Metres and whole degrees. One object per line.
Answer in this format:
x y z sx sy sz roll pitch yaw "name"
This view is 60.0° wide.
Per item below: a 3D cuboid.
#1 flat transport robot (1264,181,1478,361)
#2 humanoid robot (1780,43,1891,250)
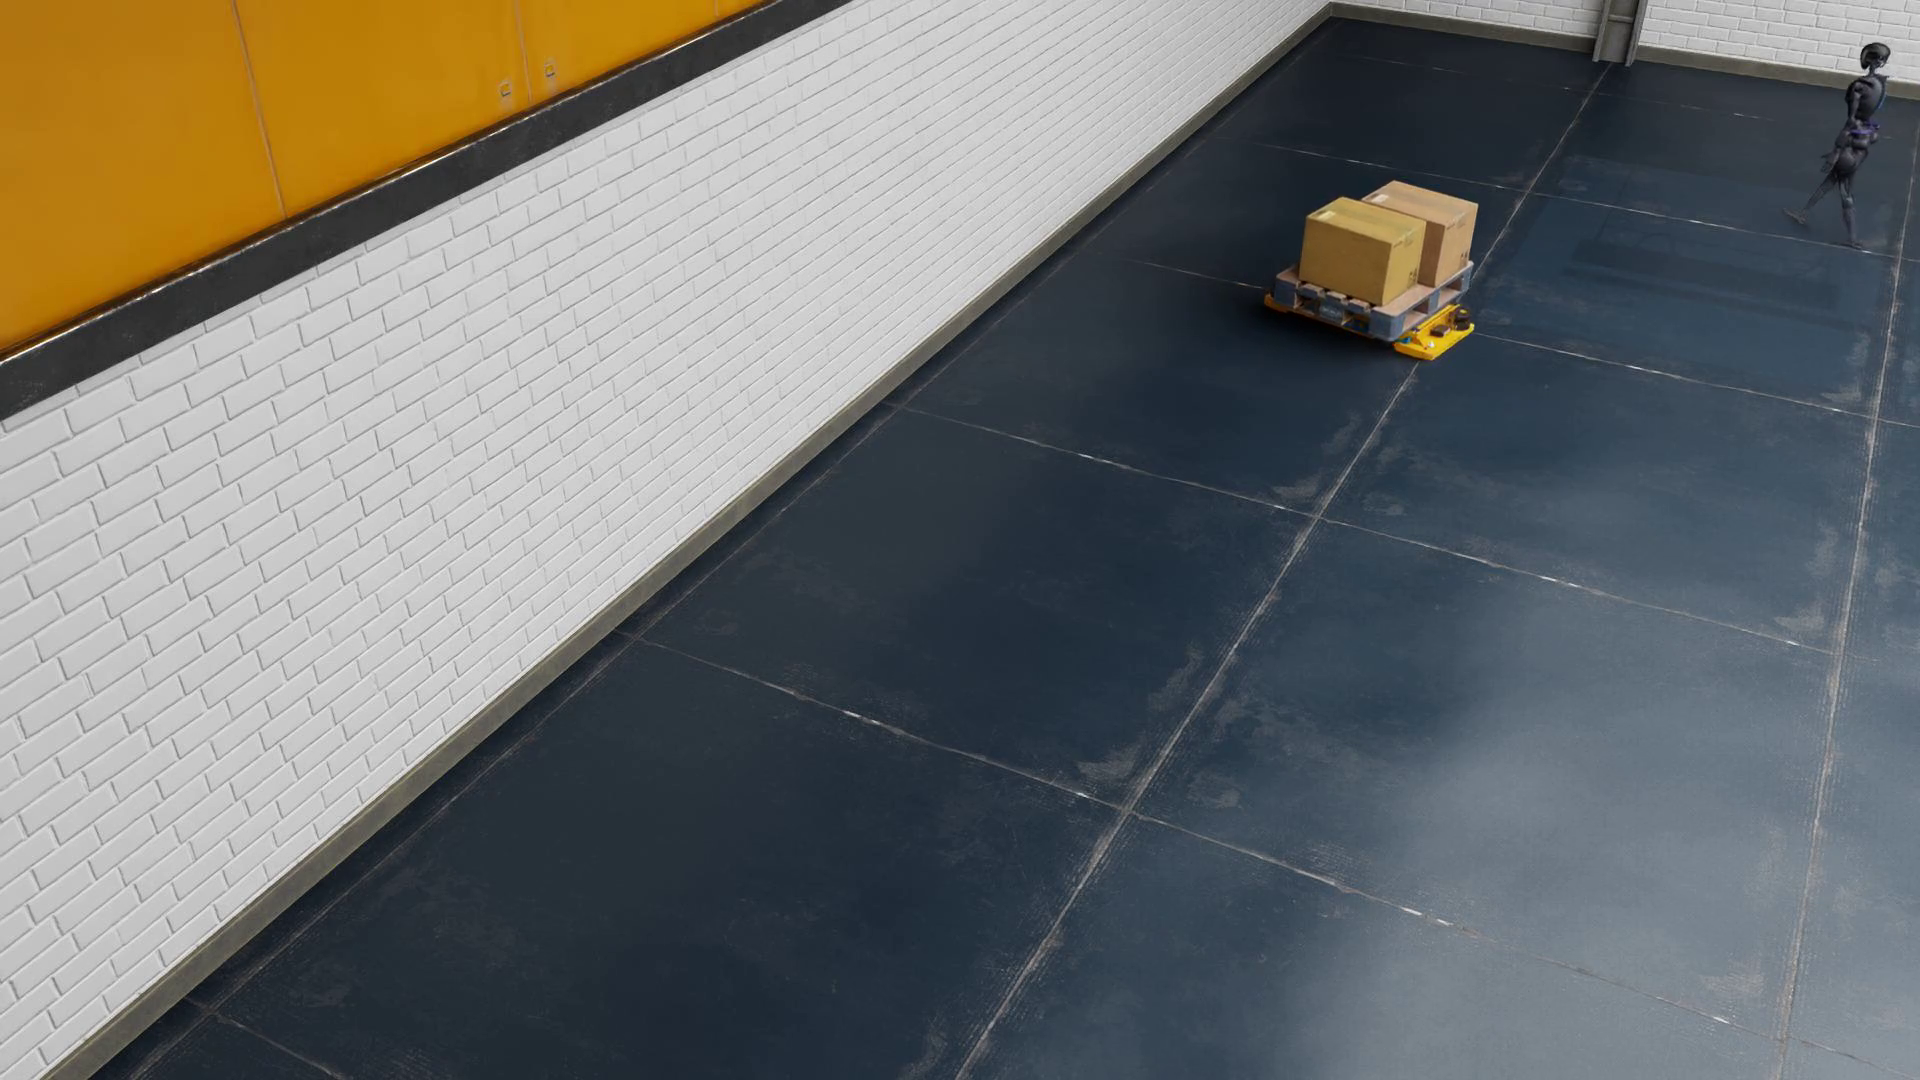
3.090 -1.750 12.581 1.431 0.231 0.659 26 42 33 "flat transport robot"
7.221 -3.233 13.564 0.765 1.624 0.609 28 43 35 "humanoid robot"
